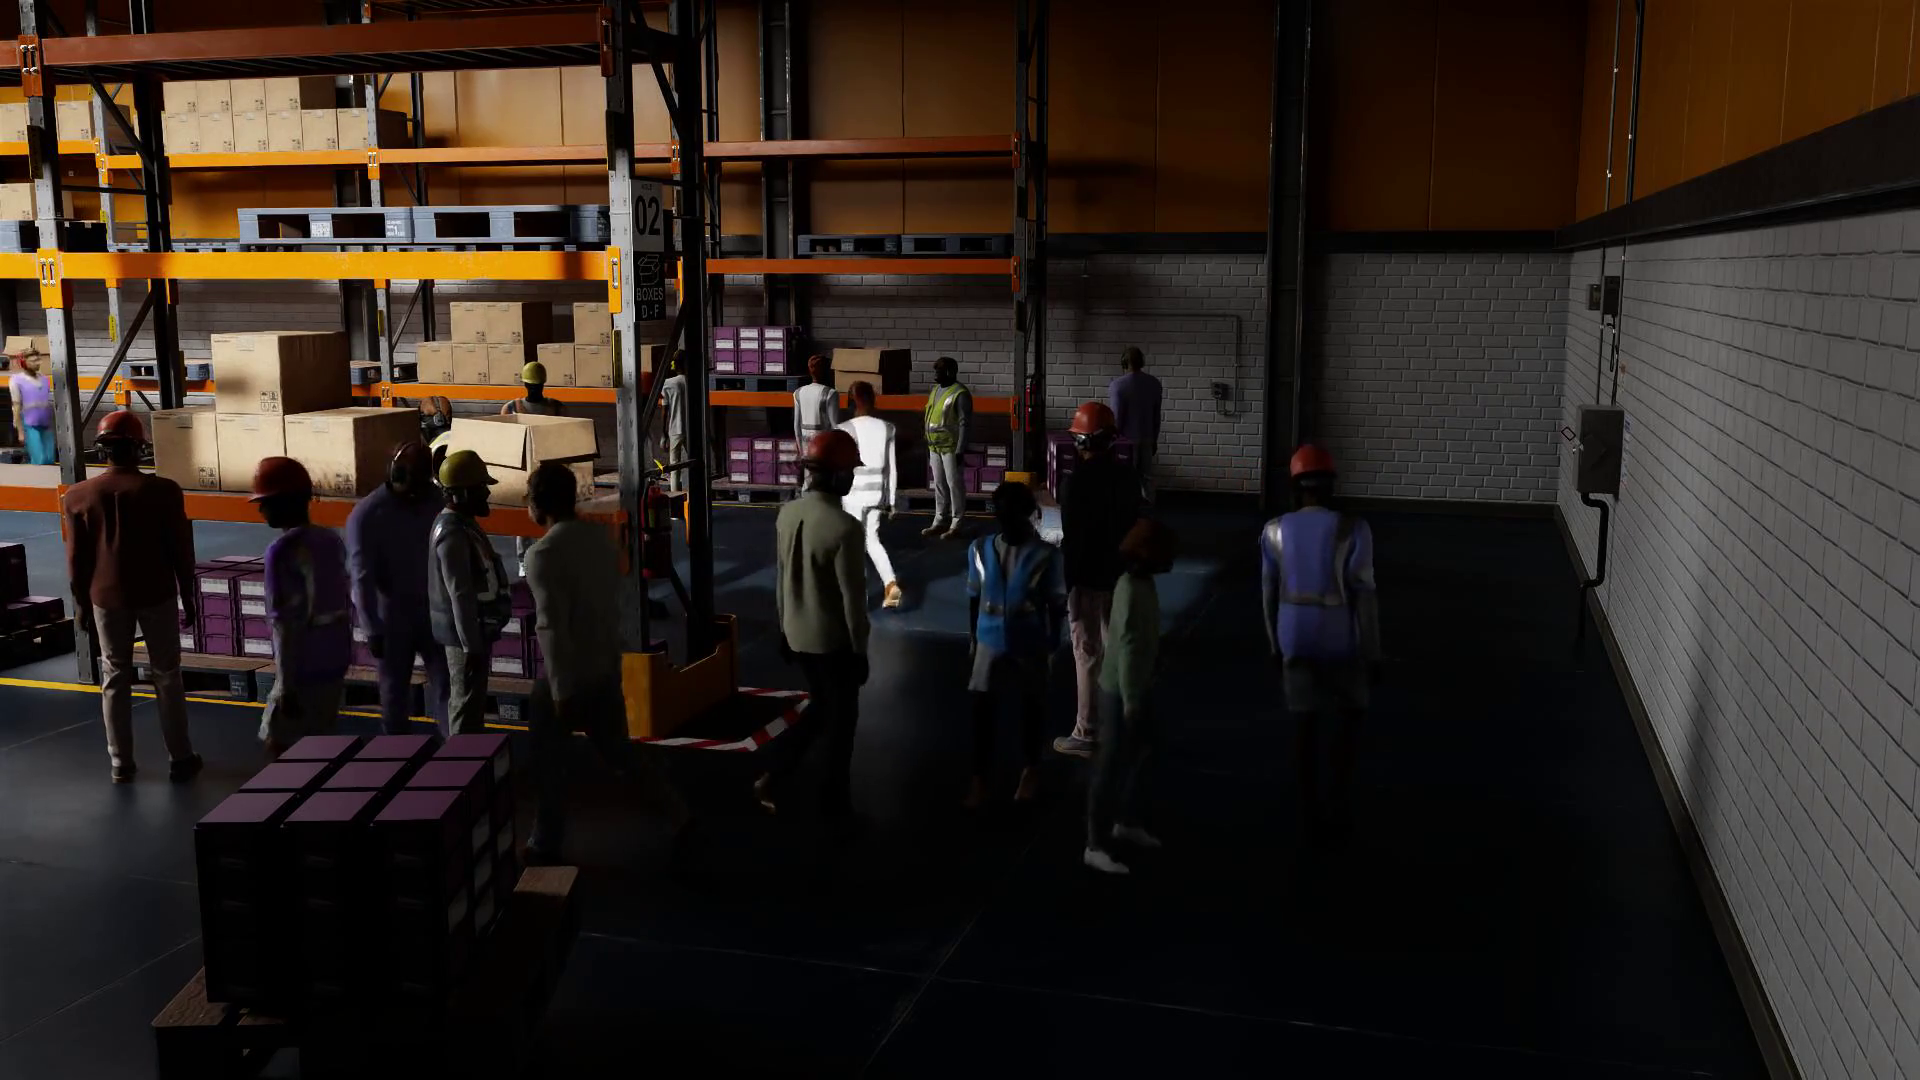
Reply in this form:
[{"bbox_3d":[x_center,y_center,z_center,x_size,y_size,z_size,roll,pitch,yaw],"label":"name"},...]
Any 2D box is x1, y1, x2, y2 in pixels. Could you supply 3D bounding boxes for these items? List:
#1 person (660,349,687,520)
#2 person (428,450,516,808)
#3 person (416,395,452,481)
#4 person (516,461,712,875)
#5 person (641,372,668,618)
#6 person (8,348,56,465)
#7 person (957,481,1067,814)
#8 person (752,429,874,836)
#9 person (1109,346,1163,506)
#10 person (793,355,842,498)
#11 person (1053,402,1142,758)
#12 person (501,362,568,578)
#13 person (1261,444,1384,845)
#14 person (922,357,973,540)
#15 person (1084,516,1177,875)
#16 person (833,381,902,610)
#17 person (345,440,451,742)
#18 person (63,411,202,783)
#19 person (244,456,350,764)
[{"bbox_3d":[-3.008,-1.139,18.075,0.499,1.861,0.327,-4,10,-24],"label":"person"},{"bbox_3d":[-2.464,0.460,8.394,0.404,1.833,0.590,-3,10,-18],"label":"person"},{"bbox_3d":[-3.703,-0.123,11.954,0.429,1.836,0.625,-3,10,-17],"label":"person"},{"bbox_3d":[-1.618,0.591,7.430,0.963,1.899,0.642,3,10,20],"label":"person"},{"bbox_3d":[-2.487,-0.356,13.077,0.374,1.928,0.542,-2,9,-11],"label":"person"},{"bbox_3d":[-10.641,-1.286,19.062,0.627,1.828,0.565,2,10,12],"label":"person"},{"bbox_3d":[0.238,0.551,8.283,0.548,1.671,0.696,3,10,19],"label":"person"},{"bbox_3d":[-0.669,0.459,7.954,0.524,1.975,0.639,-8,12,-40],"label":"person"},{"bbox_3d":[1.779,-1.009,17.039,0.629,1.934,0.376,-5,11,-29],"label":"person"},{"bbox_3d":[-1.371,-0.875,16.382,0.576,1.882,0.355,6,11,34],"label":"person"},{"bbox_3d":[0.761,0.221,9.349,0.609,1.996,0.379,-8,12,-41],"label":"person"},{"bbox_3d":[-3.739,-0.621,14.728,0.588,1.918,0.406,-4,10,-25],"label":"person"},{"bbox_3d":[1.740,0.500,7.958,0.635,1.891,0.487,5,11,30],"label":"person"},{"bbox_3d":[-0.141,-0.928,16.825,0.429,1.845,0.621,-6,11,-33],"label":"person"},{"bbox_3d":[0.758,0.705,7.561,0.414,1.620,0.653,3,10,19],"label":"person"},{"bbox_3d":[-0.736,-0.312,13.002,0.577,1.870,0.521,-7,12,-36],"label":"person"},{"bbox_3d":[-2.830,0.398,8.720,0.683,1.852,0.959,-7,12,-36],"label":"person"},{"bbox_3d":[-4.395,0.305,8.872,0.608,1.985,0.395,-2,10,-15],"label":"person"},{"bbox_3d":[-2.925,0.569,7.512,0.539,1.902,0.552,2,10,12],"label":"person"}]
